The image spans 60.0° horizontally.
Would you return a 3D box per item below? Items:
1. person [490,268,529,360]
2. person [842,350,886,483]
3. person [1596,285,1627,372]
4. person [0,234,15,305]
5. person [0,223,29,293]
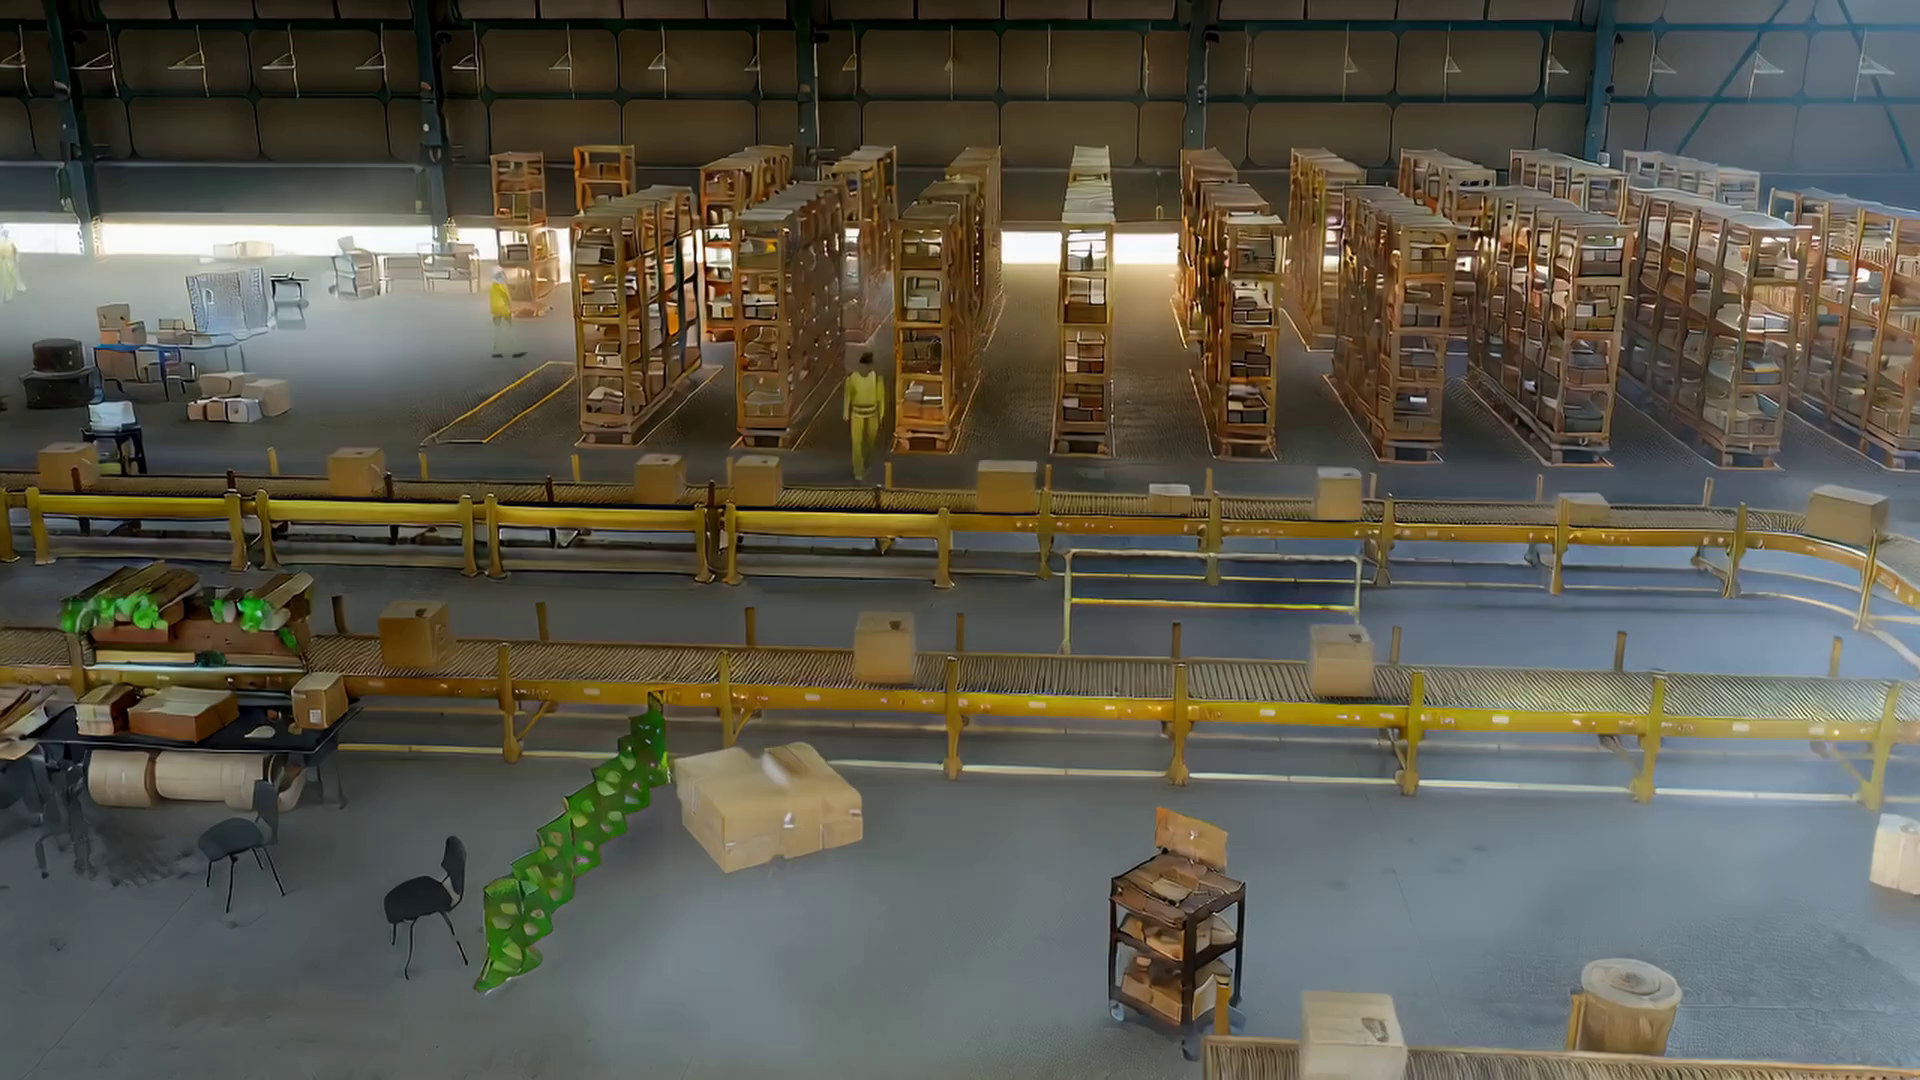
[{"bbox_3d":[-8.878,-4.434,32.675,0.852,1.794,0.622,-1,18,-3],"label":"person"},{"bbox_3d":[-1.416,-1.842,24.254,0.634,1.928,0.725,-5,18,-16],"label":"person"},{"bbox_3d":[12.288,-4.048,31.397,0.560,1.839,0.385,17,24,42],"label":"person"},{"bbox_3d":[-22.519,-6.529,39.059,0.616,1.974,0.659,1,18,4],"label":"person"},{"bbox_3d":[-23.330,-6.916,40.718,0.878,1.709,0.553,8,19,24],"label":"person"}]
